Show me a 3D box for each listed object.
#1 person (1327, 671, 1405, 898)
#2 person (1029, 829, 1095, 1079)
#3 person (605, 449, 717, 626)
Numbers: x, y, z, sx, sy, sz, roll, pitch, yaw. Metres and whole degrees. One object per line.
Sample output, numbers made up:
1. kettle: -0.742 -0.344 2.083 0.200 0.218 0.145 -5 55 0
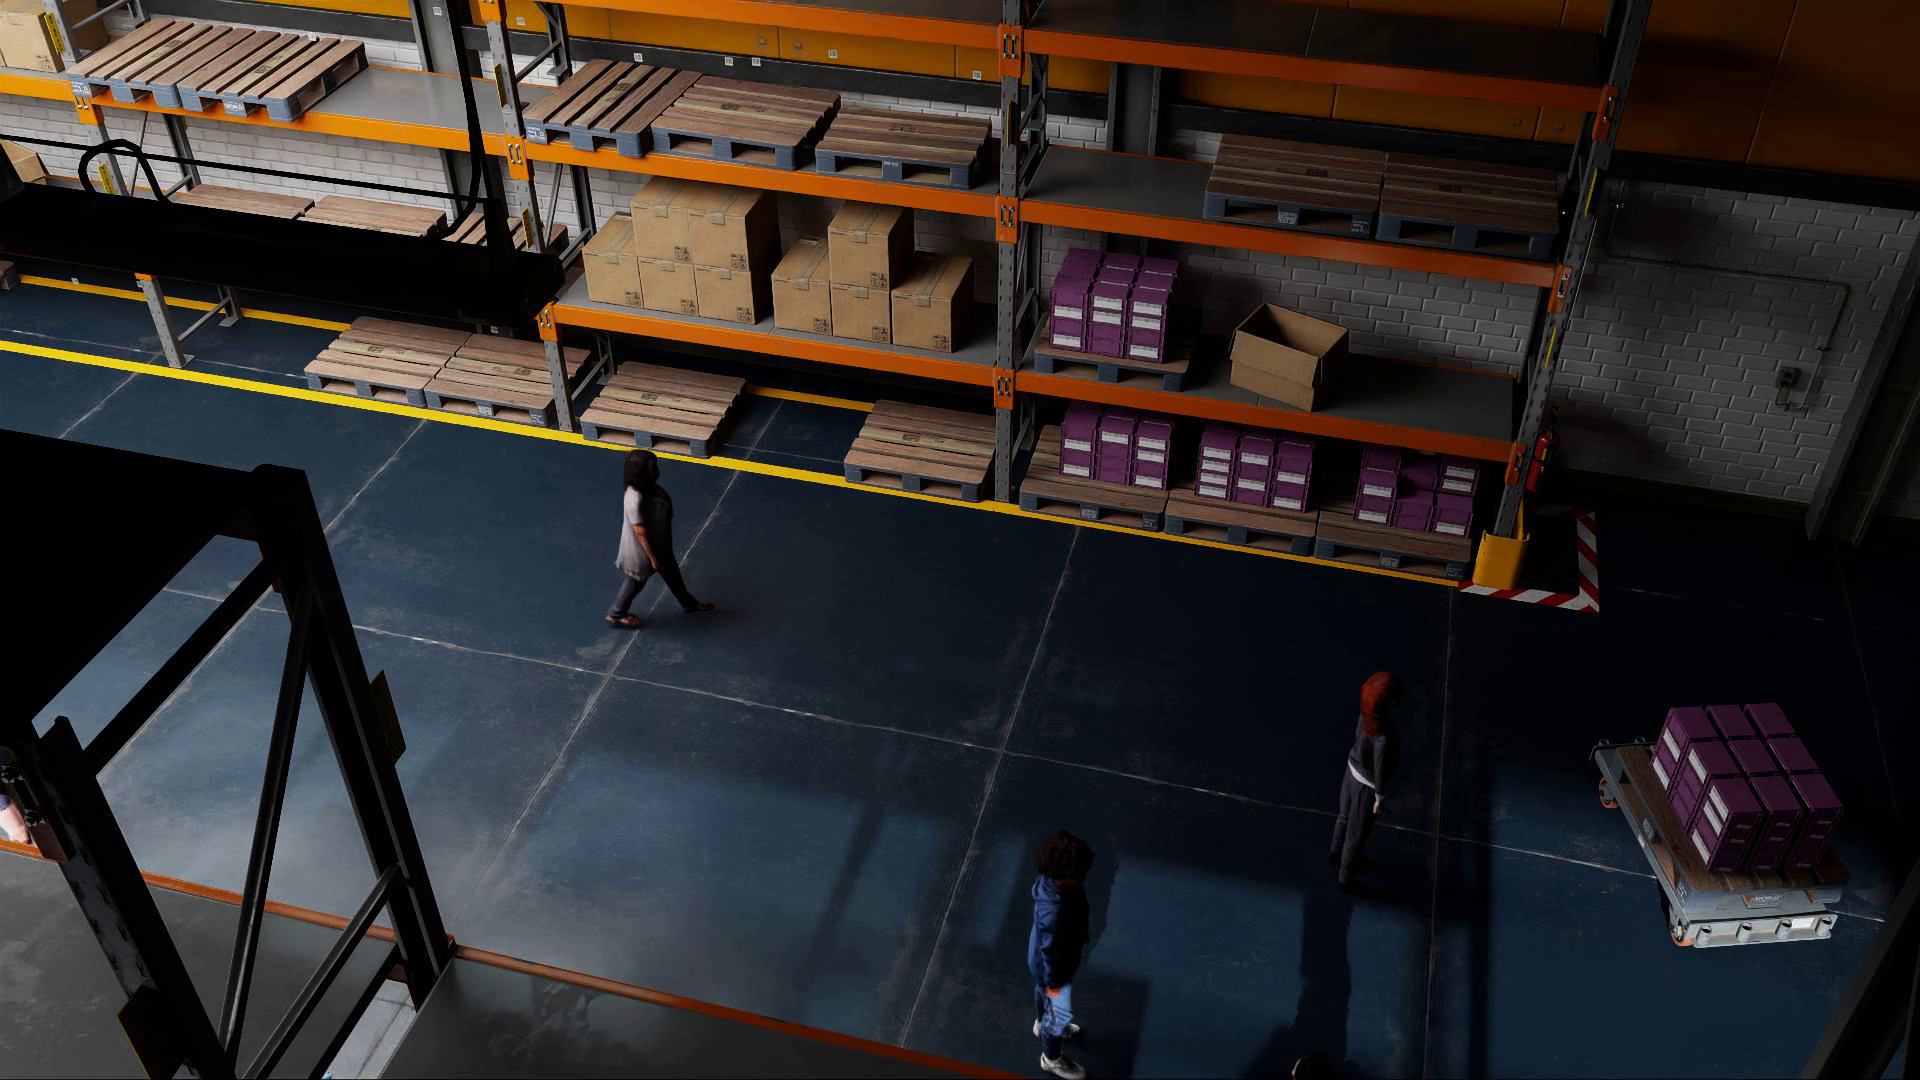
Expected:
1. person: 2.521 1.488 10.311 0.603 1.780 0.645 -2 39 -2
2. person: 0.518 2.279 9.300 0.632 1.806 0.696 6 39 8
3. person: -2.402 0.017 12.322 1.132 1.570 0.831 -1 39 -1
